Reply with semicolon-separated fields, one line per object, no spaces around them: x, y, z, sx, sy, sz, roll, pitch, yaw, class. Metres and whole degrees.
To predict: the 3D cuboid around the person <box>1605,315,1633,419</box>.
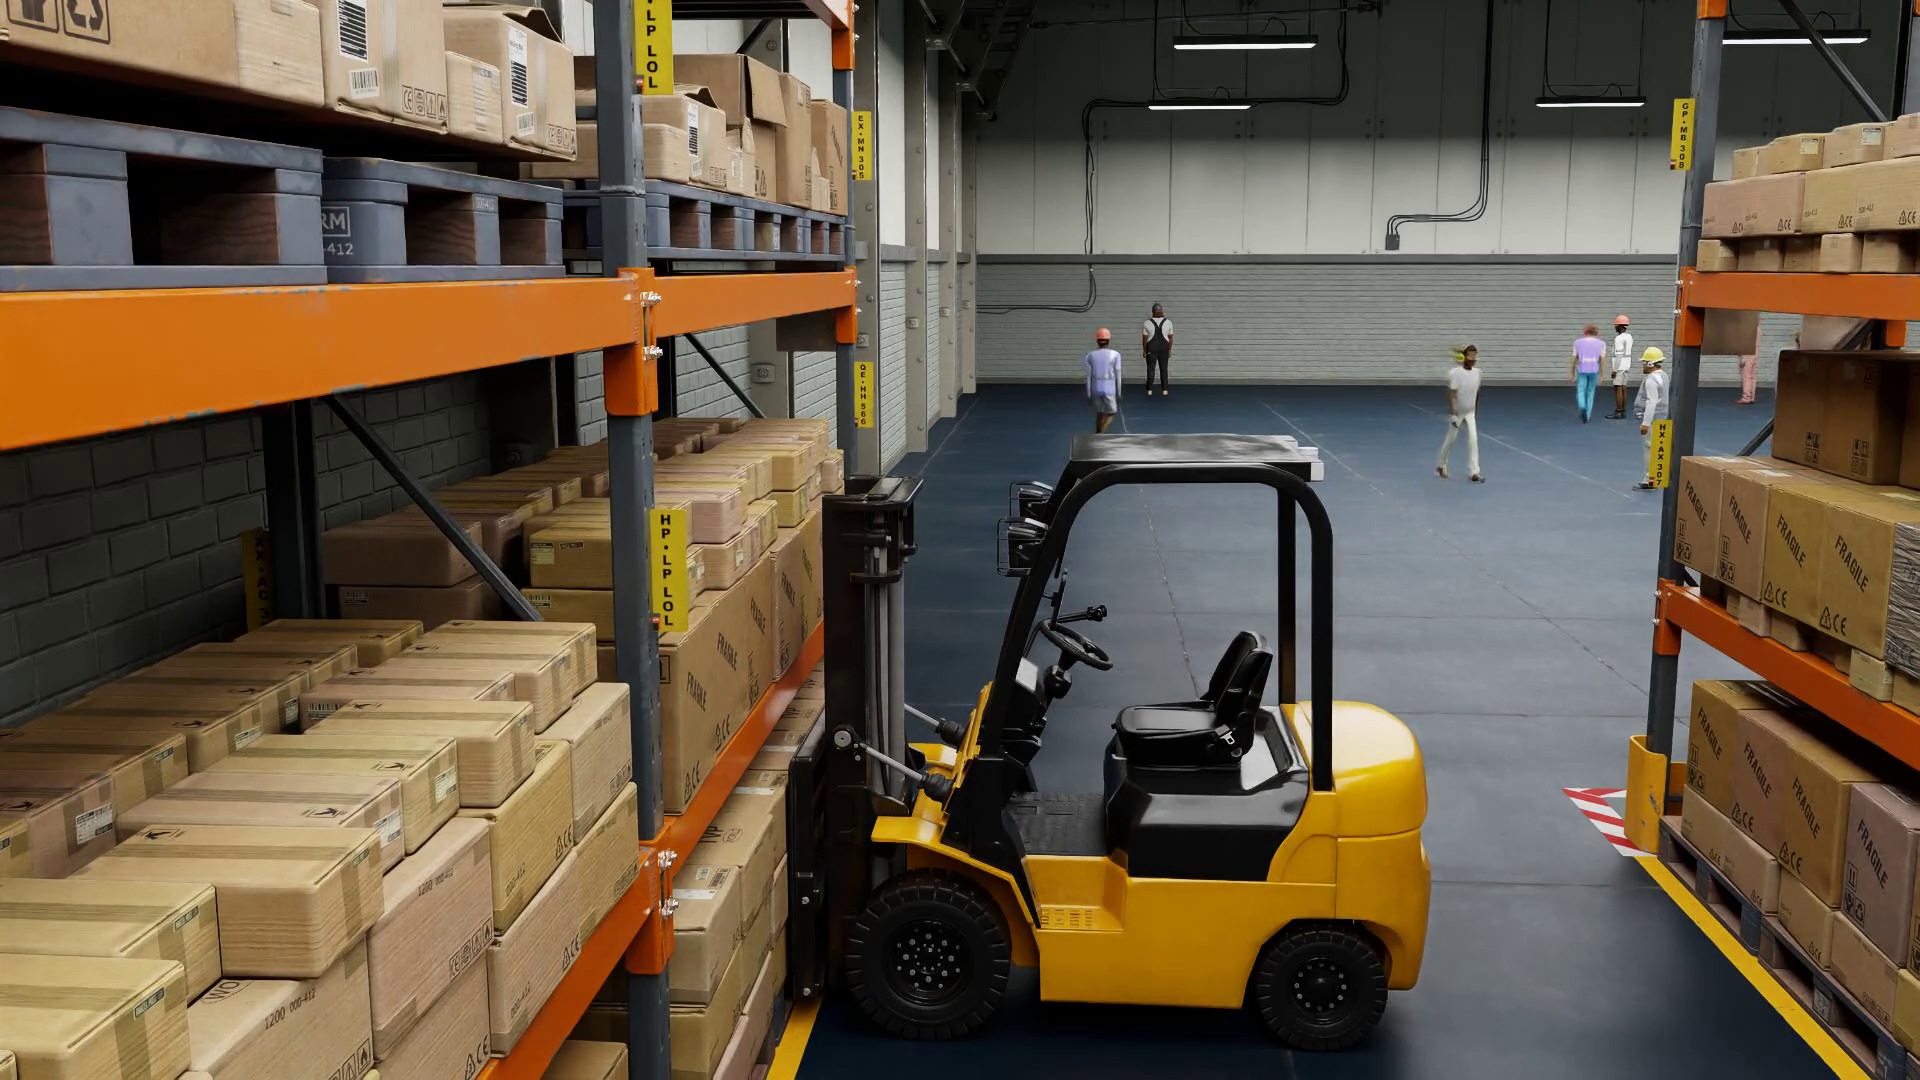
12.325;-3.224;31.086;0.356;1.937;0.552;8;12;41;person

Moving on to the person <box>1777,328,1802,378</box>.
12.908;-2.318;25.689;0.633;1.919;0.745;1;9;4;person

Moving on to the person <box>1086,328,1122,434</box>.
2.182;-2.285;25.460;0.561;1.917;0.607;4;10;23;person

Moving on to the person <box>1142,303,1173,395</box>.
4.374;-4.246;36.970;0.683;2.000;0.538;0;9;-1;person

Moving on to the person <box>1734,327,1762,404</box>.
16.289;-3.758;34.421;0.402;1.906;0.652;9;13;43;person

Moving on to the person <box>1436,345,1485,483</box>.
6.704;-1.694;22.195;0.508;1.825;0.986;-2;10;-11;person

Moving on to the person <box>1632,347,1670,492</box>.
8.782;-1.532;21.155;0.403;1.832;0.593;7;12;37;person

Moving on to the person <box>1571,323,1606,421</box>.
11.480;-3.051;30.400;0.577;1.830;0.667;2;10;13;person
